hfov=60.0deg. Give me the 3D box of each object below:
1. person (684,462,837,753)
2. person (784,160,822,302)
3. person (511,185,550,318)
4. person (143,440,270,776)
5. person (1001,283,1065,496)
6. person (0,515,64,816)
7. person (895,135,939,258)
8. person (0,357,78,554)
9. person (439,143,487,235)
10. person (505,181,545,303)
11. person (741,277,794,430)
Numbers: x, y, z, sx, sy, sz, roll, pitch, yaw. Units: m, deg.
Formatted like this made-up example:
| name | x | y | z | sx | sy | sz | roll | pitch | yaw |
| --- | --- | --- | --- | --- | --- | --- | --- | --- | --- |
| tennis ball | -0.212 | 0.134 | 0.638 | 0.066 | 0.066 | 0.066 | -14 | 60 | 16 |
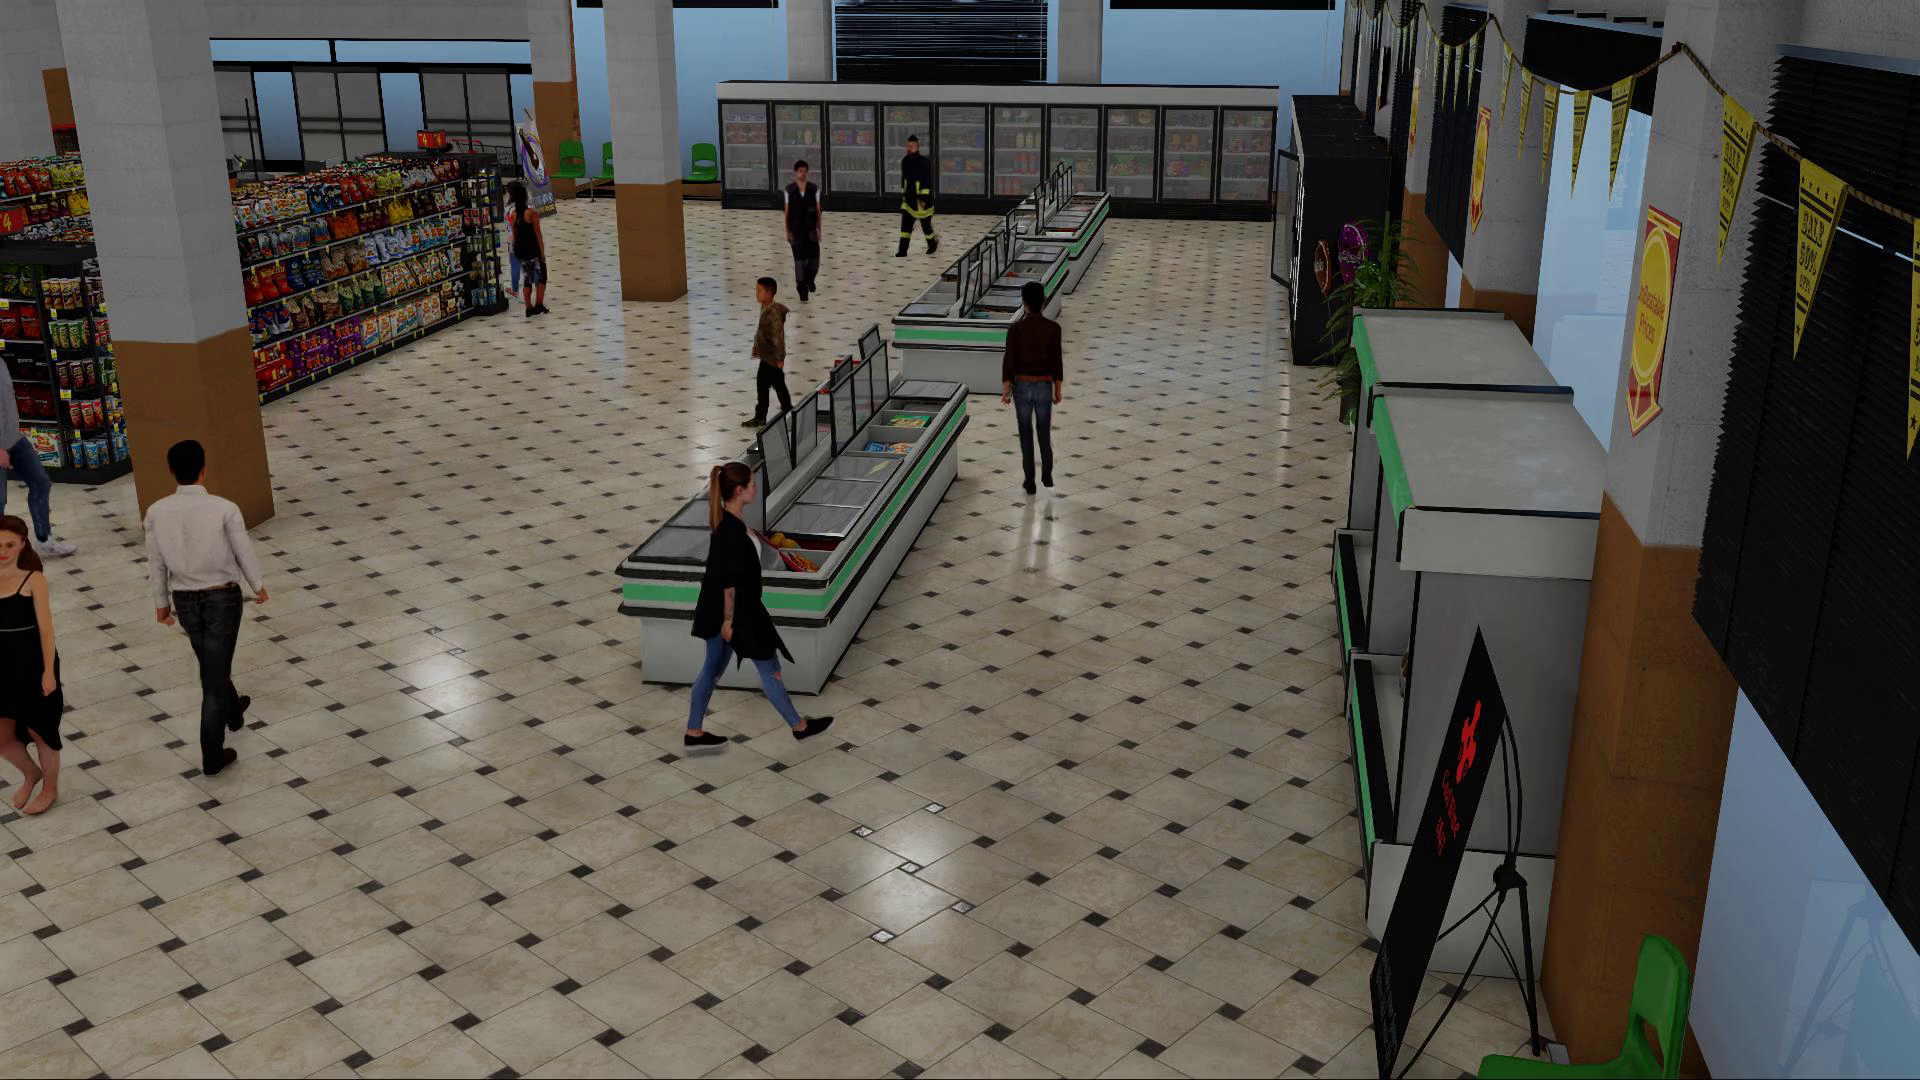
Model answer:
| name | x | y | z | sx | sy | sz | roll | pitch | yaw |
| --- | --- | --- | --- | --- | --- | --- | --- | --- | --- |
| person | -1.329 | 0.415 | 9.041 | 0.964 | 1.644 | 1.090 | -4 | 19 | -12 |
| person | -2.119 | -4.144 | 22.259 | 0.794 | 1.836 | 0.898 | -4 | 19 | -11 |
| person | -5.512 | -3.637 | 21.048 | 0.677 | 1.649 | 0.636 | 8 | 20 | 23 |
| person | -4.056 | 0.396 | 8.892 | 0.783 | 1.773 | 1.091 | 0 | 19 | 1 |
| person | 0.618 | -1.202 | 13.647 | 0.778 | 1.764 | 0.838 | -2 | 19 | -7 |
| person | -4.734 | 0.617 | 8.496 | 0.631 | 1.608 | 0.632 | 2 | 19 | 5 |
| person | -0.600 | -5.289 | 25.673 | 0.987 | 1.824 | 1.237 | 10 | 21 | 27 |
| person | -7.034 | -0.713 | 12.024 | 0.769 | 1.873 | 0.719 | 2 | 19 | 5 |
| person | -8.291 | -5.551 | 26.839 | 1.207 | 1.576 | 1.077 | -15 | 24 | -38 |
| person | -5.735 | -3.904 | 21.957 | 1.034 | 1.574 | 1.036 | -15 | 24 | -38 |
| person | -1.727 | -1.786 | 15.891 | 0.841 | 1.436 | 0.839 | -6 | 19 | -17 |
